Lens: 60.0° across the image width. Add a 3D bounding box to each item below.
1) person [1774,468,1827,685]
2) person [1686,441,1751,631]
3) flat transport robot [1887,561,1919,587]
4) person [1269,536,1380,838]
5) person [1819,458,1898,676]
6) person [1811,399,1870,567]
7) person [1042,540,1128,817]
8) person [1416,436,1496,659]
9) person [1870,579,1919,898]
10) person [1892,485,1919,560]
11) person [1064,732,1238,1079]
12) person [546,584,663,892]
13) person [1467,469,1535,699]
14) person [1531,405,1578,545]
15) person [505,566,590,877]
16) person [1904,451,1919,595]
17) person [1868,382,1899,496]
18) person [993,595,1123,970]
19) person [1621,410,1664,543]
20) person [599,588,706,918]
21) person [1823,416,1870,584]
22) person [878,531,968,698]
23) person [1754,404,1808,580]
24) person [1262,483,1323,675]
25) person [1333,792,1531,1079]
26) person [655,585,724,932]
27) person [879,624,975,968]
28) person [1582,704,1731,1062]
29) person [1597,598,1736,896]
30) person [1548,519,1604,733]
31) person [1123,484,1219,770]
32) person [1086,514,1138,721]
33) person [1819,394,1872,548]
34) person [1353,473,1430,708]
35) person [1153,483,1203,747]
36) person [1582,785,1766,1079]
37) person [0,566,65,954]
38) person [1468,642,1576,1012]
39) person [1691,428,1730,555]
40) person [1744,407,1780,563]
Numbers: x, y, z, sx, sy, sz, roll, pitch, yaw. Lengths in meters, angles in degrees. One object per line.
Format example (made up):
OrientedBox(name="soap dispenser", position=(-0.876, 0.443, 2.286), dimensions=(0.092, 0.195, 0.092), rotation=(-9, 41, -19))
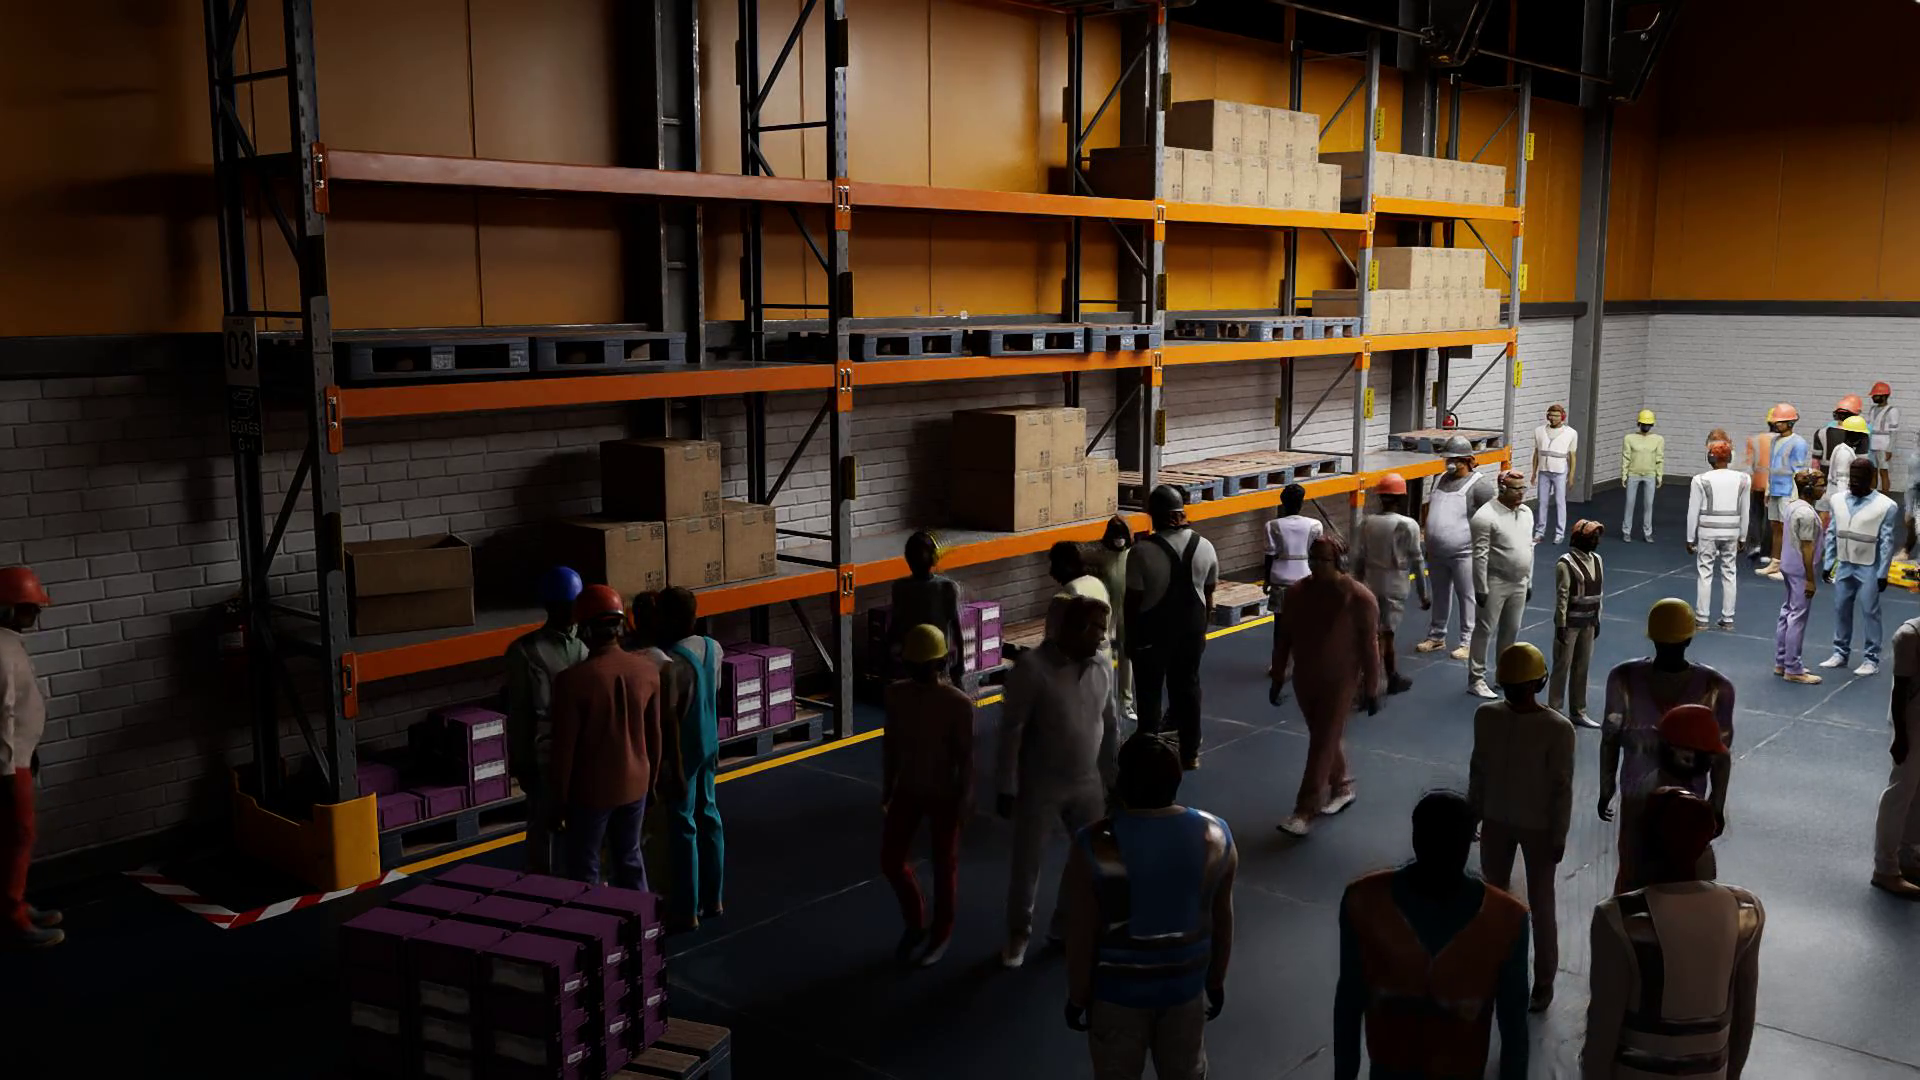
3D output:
OrientedBox(name="person", position=(7.216, 0.304, 14.249), dimensions=(0.345, 1.846, 0.508), rotation=(2, 9, 11))
OrientedBox(name="person", position=(7.435, -0.037, 16.344), dimensions=(0.585, 1.878, 0.362), rotation=(1, 9, 4))
OrientedBox(name="flat transport robot", position=(11.182, 0.364, 18.917), dimensions=(1.431, 0.197, 0.652), rotation=(-2, 9, -12))
OrientedBox(name="person", position=(2.248, 0.893, 10.412), dimensions=(0.667, 1.854, 1.019), rotation=(8, 12, 43))
OrientedBox(name="person", position=(7.872, 0.230, 14.550), dimensions=(0.413, 1.907, 0.590), rotation=(-4, 10, -26))
OrientedBox(name="person", position=(10.606, -0.688, 20.075), dimensions=(0.615, 2.028, 0.409), rotation=(7, 11, 37))
OrientedBox(name="person", position=(0.755, 0.884, 10.691), dimensions=(0.978, 1.794, 0.633), rotation=(4, 10, 26))
OrientedBox(name="person", position=(4.495, 0.059, 15.199), dimensions=(0.539, 2.000, 0.688), rotation=(-6, 11, -35))
OrientedBox(name="person", position=(5.390, 1.068, 9.320), dimensions=(0.516, 1.843, 0.327), rotation=(-5, 10, -31))
OrientedBox(name="person", position=(11.671, -0.501, 20.036), dimensions=(0.660, 1.668, 0.584), rotation=(1, 9, 5))
OrientedBox(name="person", position=(0.665, 1.588, 5.961), dimensions=(0.633, 1.846, 0.429), rotation=(-2, 9, -14))
OrientedBox(name="person", position=(-1.715, 1.198, 8.049), dimensions=(0.406, 1.980, 0.638), rotation=(8, 12, 40))
OrientedBox(name="person", position=(4.497, 0.361, 13.732), dimensions=(0.642, 1.899, 0.397), rotation=(-5, 10, -29))
OrientedBox(name="person", position=(7.793, -0.862, 21.811), dimensions=(0.564, 1.836, 0.382), rotation=(8, 12, 43))
OrientedBox(name="person", position=(-2.093, 1.100, 8.775), dimensions=(0.380, 1.951, 0.605), rotation=(8, 12, 43))
OrientedBox(name="person", position=(10.685, -0.326, 18.170), dimensions=(0.667, 1.904, 0.565), rotation=(5, 10, 27))
OrientedBox(name="person", position=(13.768, -1.397, 24.926), dimensions=(0.376, 1.934, 0.547), rotation=(-1, 9, -9))
OrientedBox(name="person", position=(0.480, 1.207, 8.327), dimensions=(0.773, 1.888, 0.402), rotation=(-5, 10, -31))
OrientedBox(name="person", position=(8.957, -0.831, 21.838), dimensions=(0.526, 1.762, 0.338), rotation=(2, 9, 13))
OrientedBox(name="person", position=(-1.668, 1.162, 8.760), dimensions=(0.590, 1.826, 0.577), rotation=(-6, 11, -35))
OrientedBox(name="person", position=(10.049, -0.451, 18.887), dimensions=(0.397, 1.920, 0.586), rotation=(5, 10, 29))
OrientedBox(name="person", position=(-0.292, 0.863, 10.670), dimensions=(0.554, 1.829, 0.915), rotation=(5, 10, 30))
OrientedBox(name="person", position=(9.458, -0.552, 19.174), dimensions=(0.407, 2.035, 0.611), rotation=(-1, 9, -4))
OrientedBox(name="person", position=(2.875, 0.357, 14.381), dimensions=(0.530, 1.696, 0.322), rotation=(0, 9, 1))
OrientedBox(name="person", position=(1.480, 1.695, 5.243), dimensions=(0.598, 1.857, 1.019), rotation=(2, 9, 14))
OrientedBox(name="person", position=(-1.458, 1.148, 8.814), dimensions=(0.346, 1.843, 0.507), rotation=(5, 10, 28))
OrientedBox(name="person", position=(-0.177, 1.273, 8.266), dimensions=(0.554, 1.749, 0.408), rotation=(5, 10, 27))
OrientedBox(name="person", position=(2.903, 1.510, 6.809), dimensions=(0.485, 1.731, 0.580), rotation=(3, 9, 16))
OrientedBox(name="person", position=(3.408, 1.221, 8.078), dimensions=(0.594, 1.922, 0.386), rotation=(5, 10, 29))
OrientedBox(name="person", position=(4.711, 0.652, 12.697), dimensions=(0.514, 1.634, 0.313), rotation=(-6, 11, -34))
OrientedBox(name="person", position=(1.430, 0.609, 11.647), dimensions=(0.681, 2.000, 0.535), rotation=(-3, 9, -19))
OrientedBox(name="person", position=(1.218, 0.608, 12.965), dimensions=(0.498, 1.633, 0.284), rotation=(-1, 9, -8))
OrientedBox(name="person", position=(11.382, -0.875, 21.370), dimensions=(0.621, 1.992, 0.397), rotation=(1, 9, 5))
OrientedBox(name="person", position=(3.446, 0.408, 13.507), dimensions=(0.987, 1.895, 0.565), rotation=(-7, 11, -40))
OrientedBox(name="person", position=(1.597, 0.546, 12.352), dimensions=(0.388, 1.957, 0.601), rotation=(-4, 9, -22))
OrientedBox(name="person", position=(2.195, 1.686, 5.205), dimensions=(0.579, 1.884, 0.352), rotation=(-2, 9, -12))
OrientedBox(name="person", position=(-4.864, 1.117, 8.574), dimensions=(0.423, 1.984, 0.659), rotation=(-4, 10, -25))
OrientedBox(name="person", position=(2.632, 1.338, 7.868), dimensions=(0.349, 1.758, 0.522), rotation=(-8, 12, -43))
OrientedBox(name="person", position=(9.386, -0.591, 20.747), dimensions=(0.456, 1.615, 0.513), rotation=(-1, 9, -7))
OrientedBox(name="person", position=(9.905, -0.668, 20.301), dimensions=(0.594, 1.903, 0.478), rotation=(6, 10, 32))
